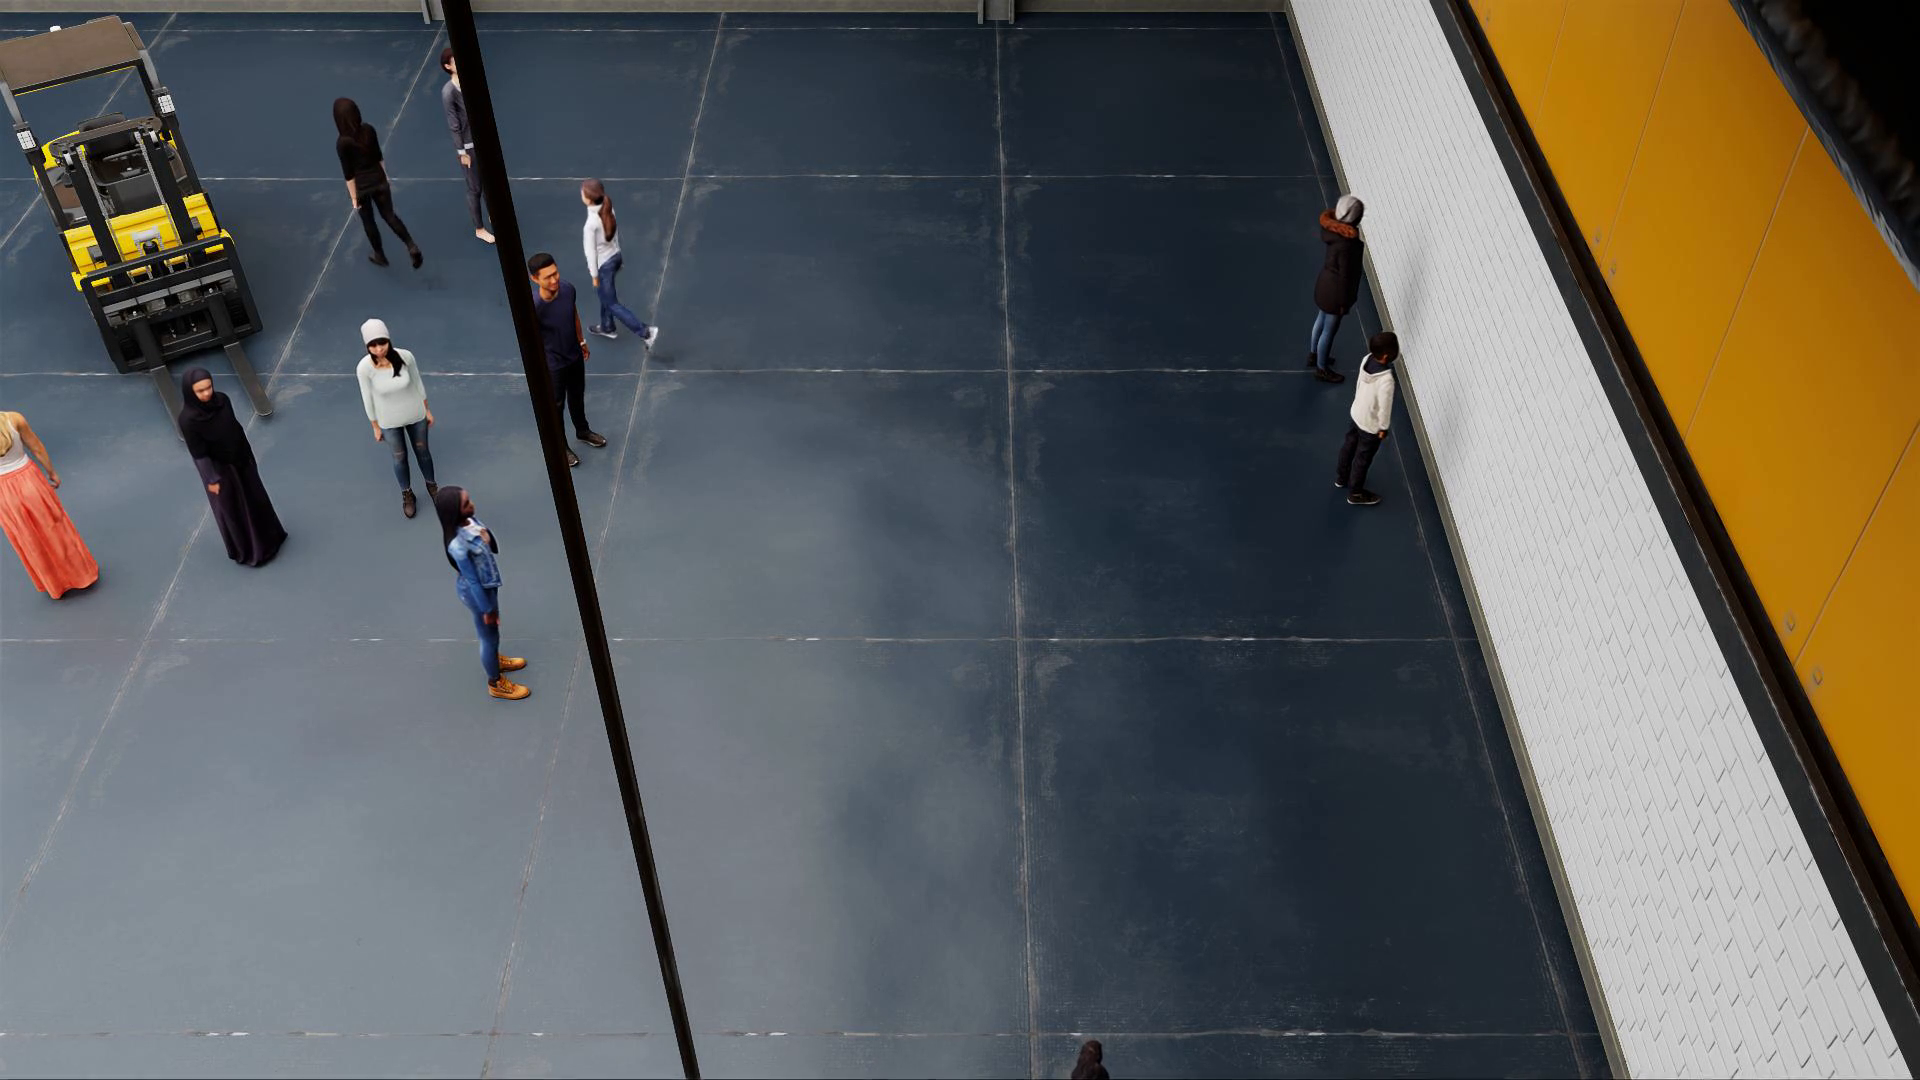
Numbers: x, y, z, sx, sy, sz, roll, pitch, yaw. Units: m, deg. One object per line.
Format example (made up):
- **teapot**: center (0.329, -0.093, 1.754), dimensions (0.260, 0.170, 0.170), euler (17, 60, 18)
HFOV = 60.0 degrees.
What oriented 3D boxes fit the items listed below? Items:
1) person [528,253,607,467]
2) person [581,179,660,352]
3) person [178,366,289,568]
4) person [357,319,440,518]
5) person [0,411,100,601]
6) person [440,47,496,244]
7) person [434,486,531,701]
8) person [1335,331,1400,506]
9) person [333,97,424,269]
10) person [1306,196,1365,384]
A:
- **person**: center (-2.957, -1.366, 12.286), dimensions (0.731, 1.792, 0.717), euler (27, 50, 25)
- **person**: center (-2.776, -2.180, 13.326), dimensions (1.033, 1.537, 0.766), euler (17, 46, 17)
- **person**: center (-5.102, -0.539, 11.547), dimensions (0.703, 1.614, 0.689), euler (16, 46, 16)
- **person**: center (-3.997, -0.885, 11.889), dimensions (0.580, 1.644, 0.704), euler (-21, 47, -20)
- **person**: center (-6.322, -0.325, 11.187), dimensions (0.686, 1.802, 0.790), euler (-22, 48, -22)
- **person**: center (-4.253, -3.466, 14.509), dimensions (0.642, 1.768, 0.676), euler (14, 45, 14)
- **person**: center (-3.060, 0.319, 10.575), dimensions (0.592, 1.713, 0.645), euler (-10, 44, -10)
- **person**: center (2.951, -0.897, 12.038), dimensions (0.583, 1.455, 0.622), euler (-9, 44, -9)
- **person**: center (-4.952, -2.979, 14.098), dimensions (0.999, 1.629, 0.902), euler (29, 51, 27)
- **person**: center (2.947, -1.983, 13.046), dimensions (0.625, 1.637, 0.639), euler (-3, 44, -3)
